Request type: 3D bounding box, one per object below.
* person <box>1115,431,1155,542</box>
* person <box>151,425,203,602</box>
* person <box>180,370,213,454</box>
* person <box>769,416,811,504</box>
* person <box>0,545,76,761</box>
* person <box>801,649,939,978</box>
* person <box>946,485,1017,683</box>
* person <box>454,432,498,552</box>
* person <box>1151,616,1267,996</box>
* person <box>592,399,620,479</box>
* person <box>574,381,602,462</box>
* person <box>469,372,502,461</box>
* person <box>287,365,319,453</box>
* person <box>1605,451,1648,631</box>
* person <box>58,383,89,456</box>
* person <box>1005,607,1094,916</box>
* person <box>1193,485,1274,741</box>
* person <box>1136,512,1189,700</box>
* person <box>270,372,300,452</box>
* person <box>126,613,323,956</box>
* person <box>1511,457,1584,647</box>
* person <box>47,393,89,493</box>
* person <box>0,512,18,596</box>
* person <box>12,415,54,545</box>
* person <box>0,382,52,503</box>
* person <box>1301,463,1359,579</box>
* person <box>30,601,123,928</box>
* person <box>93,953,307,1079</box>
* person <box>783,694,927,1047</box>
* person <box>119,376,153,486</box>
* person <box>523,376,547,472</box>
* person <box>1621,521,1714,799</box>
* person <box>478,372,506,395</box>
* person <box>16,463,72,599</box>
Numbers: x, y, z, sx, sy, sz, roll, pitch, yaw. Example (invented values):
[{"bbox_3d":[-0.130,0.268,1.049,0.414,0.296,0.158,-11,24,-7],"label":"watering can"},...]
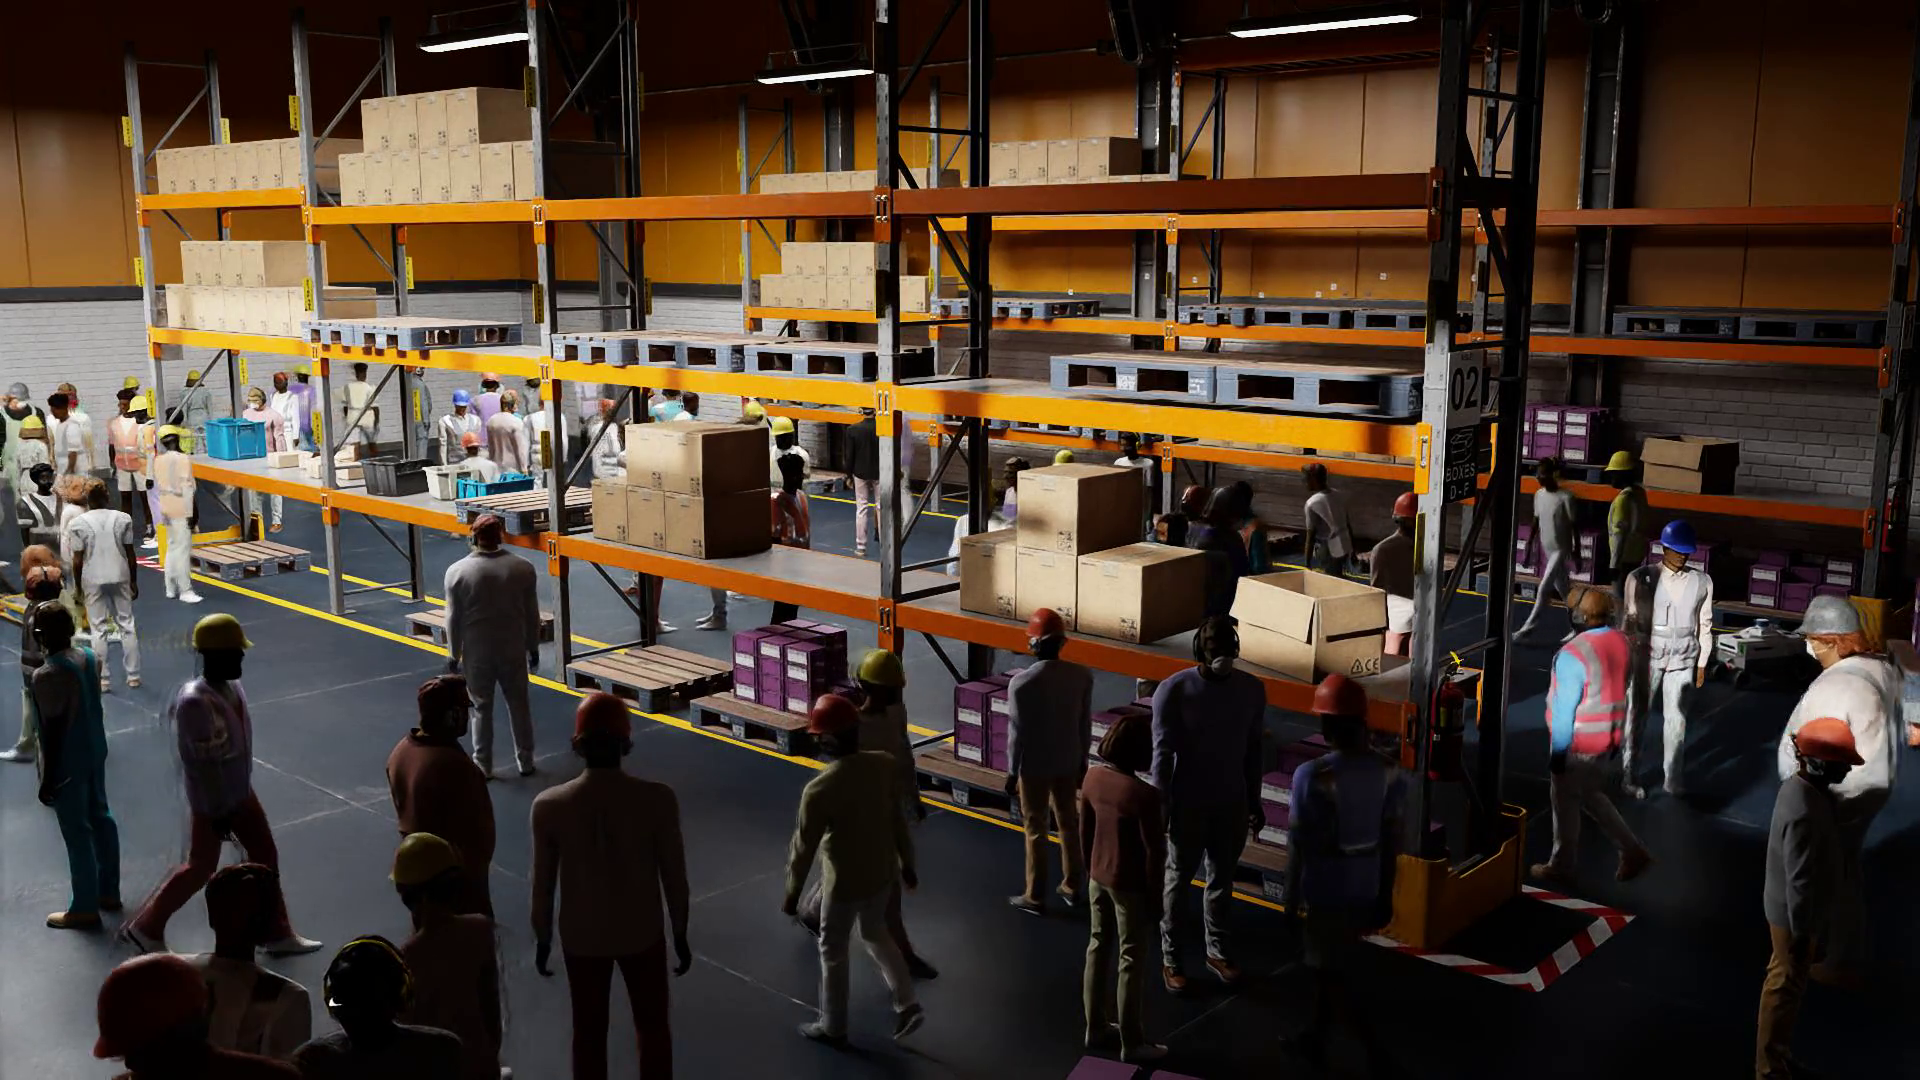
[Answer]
[{"bbox_3d":[1.833,-0.248,17.630,0.526,1.855,0.338,8,13,37],"label":"person"},{"bbox_3d":[-8.327,-0.280,17.764,0.730,1.878,0.383,7,12,35],"label":"person"},{"bbox_3d":[-12.610,-1.940,27.502,0.487,1.744,0.297,-7,12,-35],"label":"person"},{"bbox_3d":[-1.922,-0.404,18.302,0.594,1.922,0.386,7,12,34],"label":"person"},{"bbox_3d":[-6.770,0.832,12.239,0.778,1.602,0.514,-1,10,-6],"label":"person"},{"bbox_3d":[-0.514,1.388,8.741,0.876,1.726,0.521,5,11,24],"label":"person"},{"bbox_3d":[0.144,0.393,14.125,0.635,1.816,0.582,7,12,35],"label":"person"},{"bbox_3d":[-5.409,-0.347,18.587,0.574,1.718,0.862,-9,14,-42],"label":"person"},{"bbox_3d":[1.265,1.333,8.443,0.627,1.941,0.372,-3,10,-17],"label":"person"},{"bbox_3d":[-4.491,-0.860,21.096,0.383,1.853,0.625,1,10,8],"label":"person"},{"bbox_3d":[-6.409,-2.225,28.784,1.030,1.874,0.560,9,14,43],"label":"person"},{"bbox_3d":[-6.674,-1.421,23.754,0.610,2.032,0.409,-2,10,-12],"label":"person"},{"bbox_3d":[-10.671,-1.908,26.999,0.595,1.857,1.056,2,10,11],"label":"person"},{"bbox_3d":[6.094,0.133,15.308,0.404,1.916,0.585,8,13,39],"label":"person"},{"bbox_3d":[-12.026,-1.167,22.579,0.627,1.941,0.371,8,13,38],"label":"person"},{"bbox_3d":[0.491,1.247,9.455,0.572,1.748,0.342,-6,12,-31],"label":"person"},{"bbox_3d":[1.922,0.514,12.785,0.967,2.000,0.691,3,11,18],"label":"person"},{"bbox_3d":[1.530,0.700,12.343,0.429,1.831,0.634,-8,13,-36],"label":"person"},{"bbox_3d":[-10.257,-1.617,25.315,0.569,1.878,0.351,6,12,31],"label":"person"},{"bbox_3d":[-3.936,1.308,8.734,0.917,1.892,0.588,1,10,3],"label":"person"},{"bbox_3d":[5.599,0.114,15.711,1.000,1.811,0.521,-3,10,-16],"label":"person"},{"bbox_3d":[-11.262,-0.892,21.001,0.626,1.940,0.503,9,14,42],"label":"person"},{"bbox_3d":[-10.107,-0.185,17.124,0.603,1.900,0.434,8,13,39],"label":"person"},{"bbox_3d":[-11.192,-0.640,20.148,0.493,1.742,0.322,2,10,12],"label":"person"},{"bbox_3d":[-12.585,-1.162,22.259,0.810,2.000,0.699,9,13,40],"label":"person"},{"bbox_3d":[3.459,0.161,15.560,0.952,1.777,0.621,8,13,37],"label":"person"},{"bbox_3d":[-4.939,1.240,9.248,0.349,1.842,0.505,1,10,6],"label":"person"},{"bbox_3d":[-2.001,2.030,4.447,0.709,1.964,0.410,-1,10,-5],"label":"person"},{"bbox_3d":[-0.482,1.562,7.723,0.682,1.731,0.606,8,13,40],"label":"person"},{"bbox_3d":[-12.980,-1.708,26.177,0.560,1.754,0.374,2,10,14],"label":"person"},{"bbox_3d":[-7.100,-2.004,27.895,0.487,1.731,0.363,2,10,10],"label":"person"},{"bbox_3d":[4.820,0.817,11.368,0.604,1.939,0.416,1,10,5],"label":"person"},{"bbox_3d":[-7.678,-1.956,27.337,0.506,1.838,0.340,4,11,24],"label":"person"},{"bbox_3d":[-8.841,0.093,16.138,0.319,1.697,0.533,6,11,29],"label":"person"}]
